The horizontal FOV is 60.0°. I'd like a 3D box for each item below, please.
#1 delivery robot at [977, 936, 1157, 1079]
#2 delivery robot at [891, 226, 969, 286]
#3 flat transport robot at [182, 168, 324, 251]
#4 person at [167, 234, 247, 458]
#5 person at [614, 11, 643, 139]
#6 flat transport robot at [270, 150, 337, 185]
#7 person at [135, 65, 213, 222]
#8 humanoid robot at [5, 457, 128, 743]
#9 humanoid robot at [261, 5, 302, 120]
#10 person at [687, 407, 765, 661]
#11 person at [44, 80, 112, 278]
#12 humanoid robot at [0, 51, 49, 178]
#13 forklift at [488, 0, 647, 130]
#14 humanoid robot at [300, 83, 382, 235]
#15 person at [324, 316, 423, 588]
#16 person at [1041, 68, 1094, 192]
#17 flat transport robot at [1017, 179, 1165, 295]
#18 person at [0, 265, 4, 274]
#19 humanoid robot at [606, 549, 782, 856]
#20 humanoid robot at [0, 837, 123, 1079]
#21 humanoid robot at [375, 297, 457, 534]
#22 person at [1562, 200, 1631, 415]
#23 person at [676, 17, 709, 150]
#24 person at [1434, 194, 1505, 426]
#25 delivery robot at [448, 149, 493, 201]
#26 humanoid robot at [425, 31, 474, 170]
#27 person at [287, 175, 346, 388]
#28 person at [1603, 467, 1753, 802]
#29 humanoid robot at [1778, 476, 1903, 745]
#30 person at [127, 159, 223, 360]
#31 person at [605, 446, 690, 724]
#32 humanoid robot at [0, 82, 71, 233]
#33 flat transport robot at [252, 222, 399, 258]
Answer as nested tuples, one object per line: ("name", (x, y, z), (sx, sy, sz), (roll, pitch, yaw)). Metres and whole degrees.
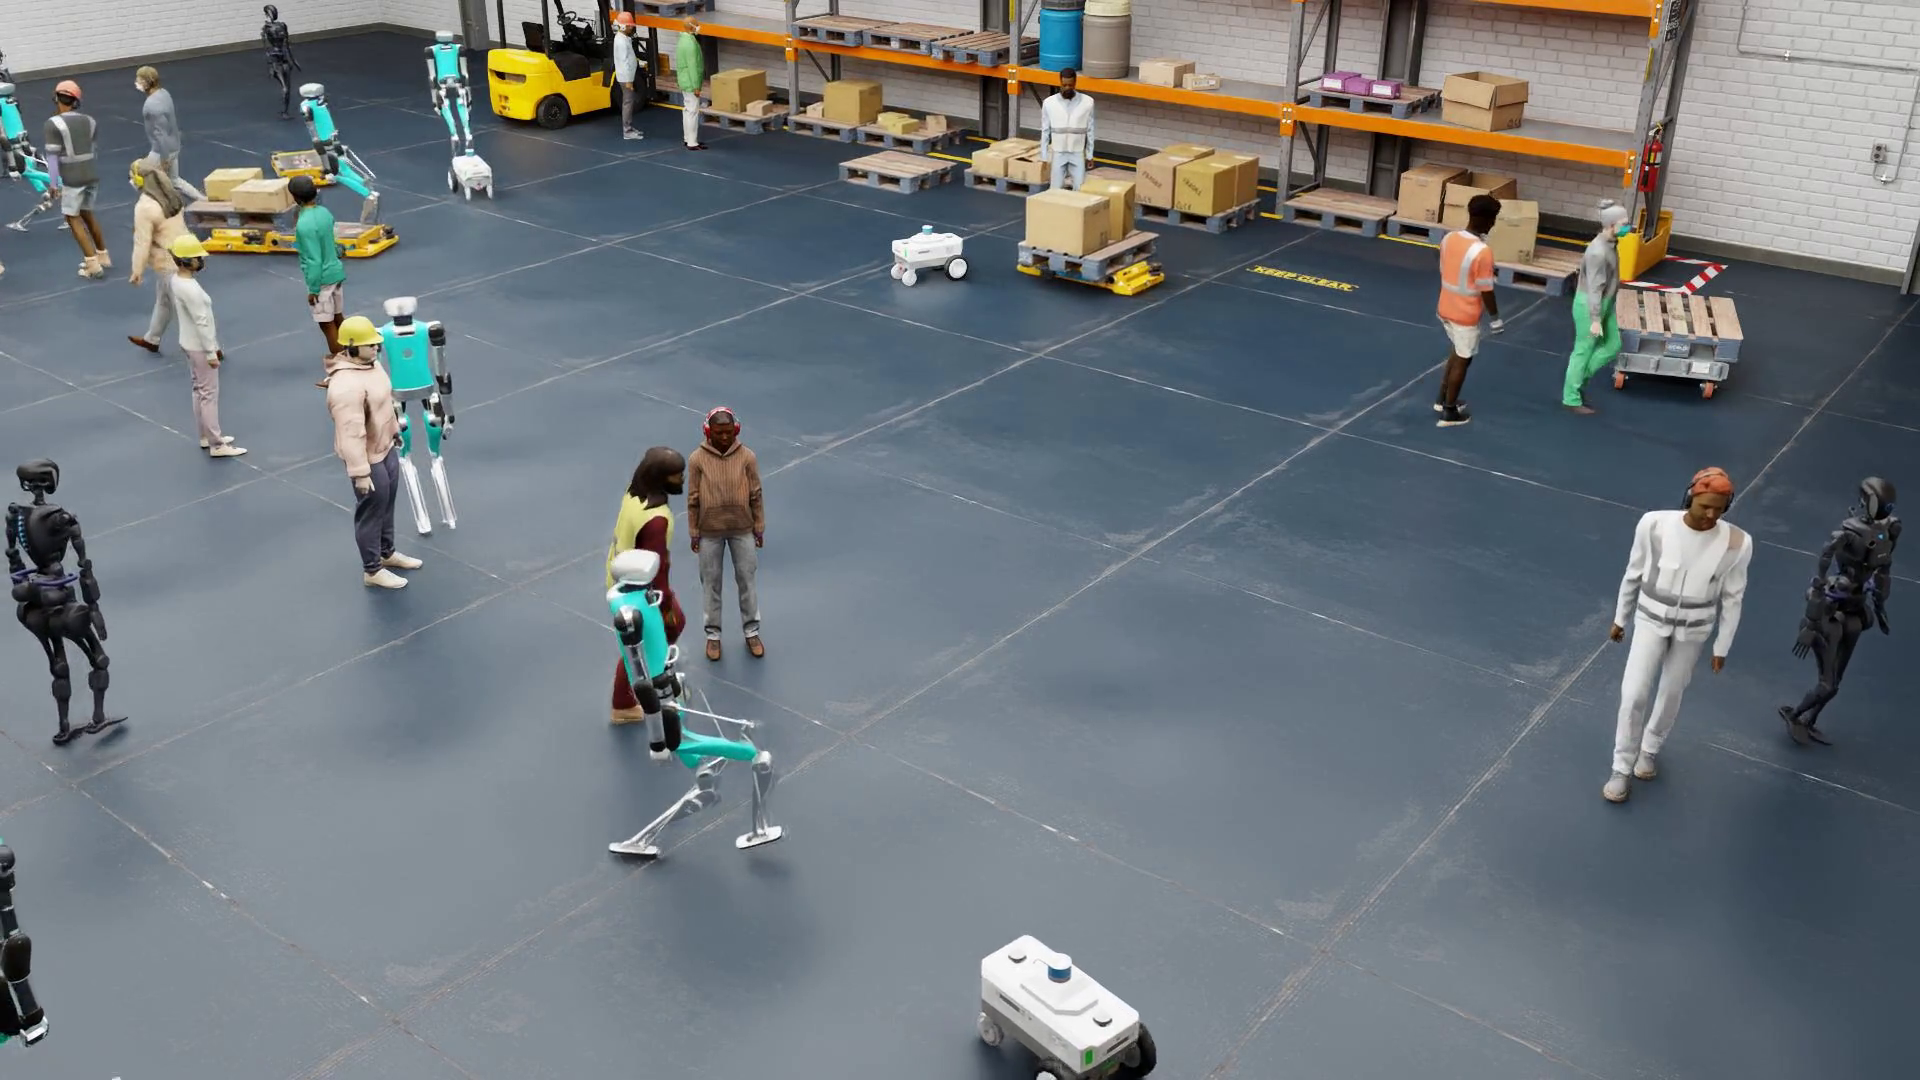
("delivery robot", (0.423, 2.027, 7.047), (0.499, 0.598, 0.801), (-21, 33, -36))
("delivery robot", (-0.323, -2.989, 17.449), (0.813, 0.609, 0.499), (-13, 29, -25))
("flat transport robot", (-8.018, -3.570, 18.965), (0.659, 0.231, 1.431), (2, 26, 4))
("person", (-5.905, -1.518, 12.994), (0.328, 1.765, 0.532), (-18, 31, -33))
("person", (-4.670, -6.543, 23.427), (0.352, 1.742, 0.572), (-5, 26, -11))
("flat transport robot", (-8.503, -4.806, 21.524), (0.659, 0.231, 1.431), (-12, 28, -23))
("person", (-8.995, -4.405, 18.824), (0.761, 1.911, 0.644), (-5, 26, -10))
("humanoid robot", (-5.040, 0.341, 9.259), (0.615, 1.642, 0.417), (9, 27, 17))
("humanoid robot", (-10.033, -7.053, 24.560), (0.387, 1.651, 0.596), (9, 27, 18))
("person", (-1.412, -0.050, 10.091), (0.462, 1.648, 0.327), (-5, 26, -10))
("person", (-9.209, -3.761, 17.391), (0.546, 1.996, 0.668), (7, 27, 14))
("humanoid robot", (-12.149, -5.430, 21.271), (0.778, 1.647, 0.603), (-13, 29, -25))
("forklift", (-5.874, -7.334, 24.552), (1.214, 2.155, 2.313), (19, 32, 34))
("humanoid robot", (-6.795, -4.194, 18.567), (0.810, 1.774, 0.636), (2, 26, 4))
("person", (-3.892, -0.580, 10.951), (0.436, 1.859, 0.788), (-1, 26, -2))
("person", (1.205, -4.344, 18.689), (0.596, 1.906, 0.400), (-1, 26, -1))
("flat transport robot", (1.365, -2.855, 17.484), (1.431, 0.231, 0.659), (18, 31, 33))
("person", (-10.238, -3.492, 17.076), (0.453, 1.763, 0.551), (-19, 32, -34))
("humanoid robot", (-1.236, 0.865, 8.181), (1.063, 1.779, 0.536), (-2, 26, -4))
("humanoid robot", (-3.806, 1.807, 6.226), (0.543, 1.780, 1.076), (16, 30, 30))
("humanoid robot", (-3.849, -0.894, 11.730), (0.534, 1.796, 0.650), (-10, 28, -21))
("person", (5.276, -1.900, 13.708), (0.421, 1.828, 0.556), (15, 30, 29))
("person", (-3.674, -6.246, 22.779), (0.388, 1.776, 0.545), (-9, 27, -18))
("person", (4.167, -1.859, 13.499), (0.571, 1.942, 0.632), (-7, 27, -13))
("delivery robot", (-6.063, -4.544, 20.674), (0.499, 0.614, 0.815), (-12, 28, -24))
("humanoid robot", (-6.532, -5.639, 21.576), (0.548, 1.798, 0.765), (-14, 29, -27))
("person", (-5.492, -2.232, 14.378), (0.379, 1.846, 0.505), (1, 26, 1))
("person", (3.715, 0.515, 8.672), (0.591, 1.857, 0.771), (10, 28, 20))
("humanoid robot", (4.846, 0.395, 9.134), (0.610, 1.654, 0.331), (-10, 28, -20))
("person", (-7.225, -2.497, 14.944), (0.978, 1.822, 0.579), (2, 26, 4))
("person", (-1.764, 0.274, 9.347), (0.587, 1.710, 0.493), (-5, 26, -11))
("humanoid robot", (-10.391, -4.260, 18.735), (1.045, 1.745, 0.561), (-1, 26, -3))
("flat transport robot", (-7.070, -3.347, 18.503), (1.431, 0.231, 0.659), (4, 26, 8))
